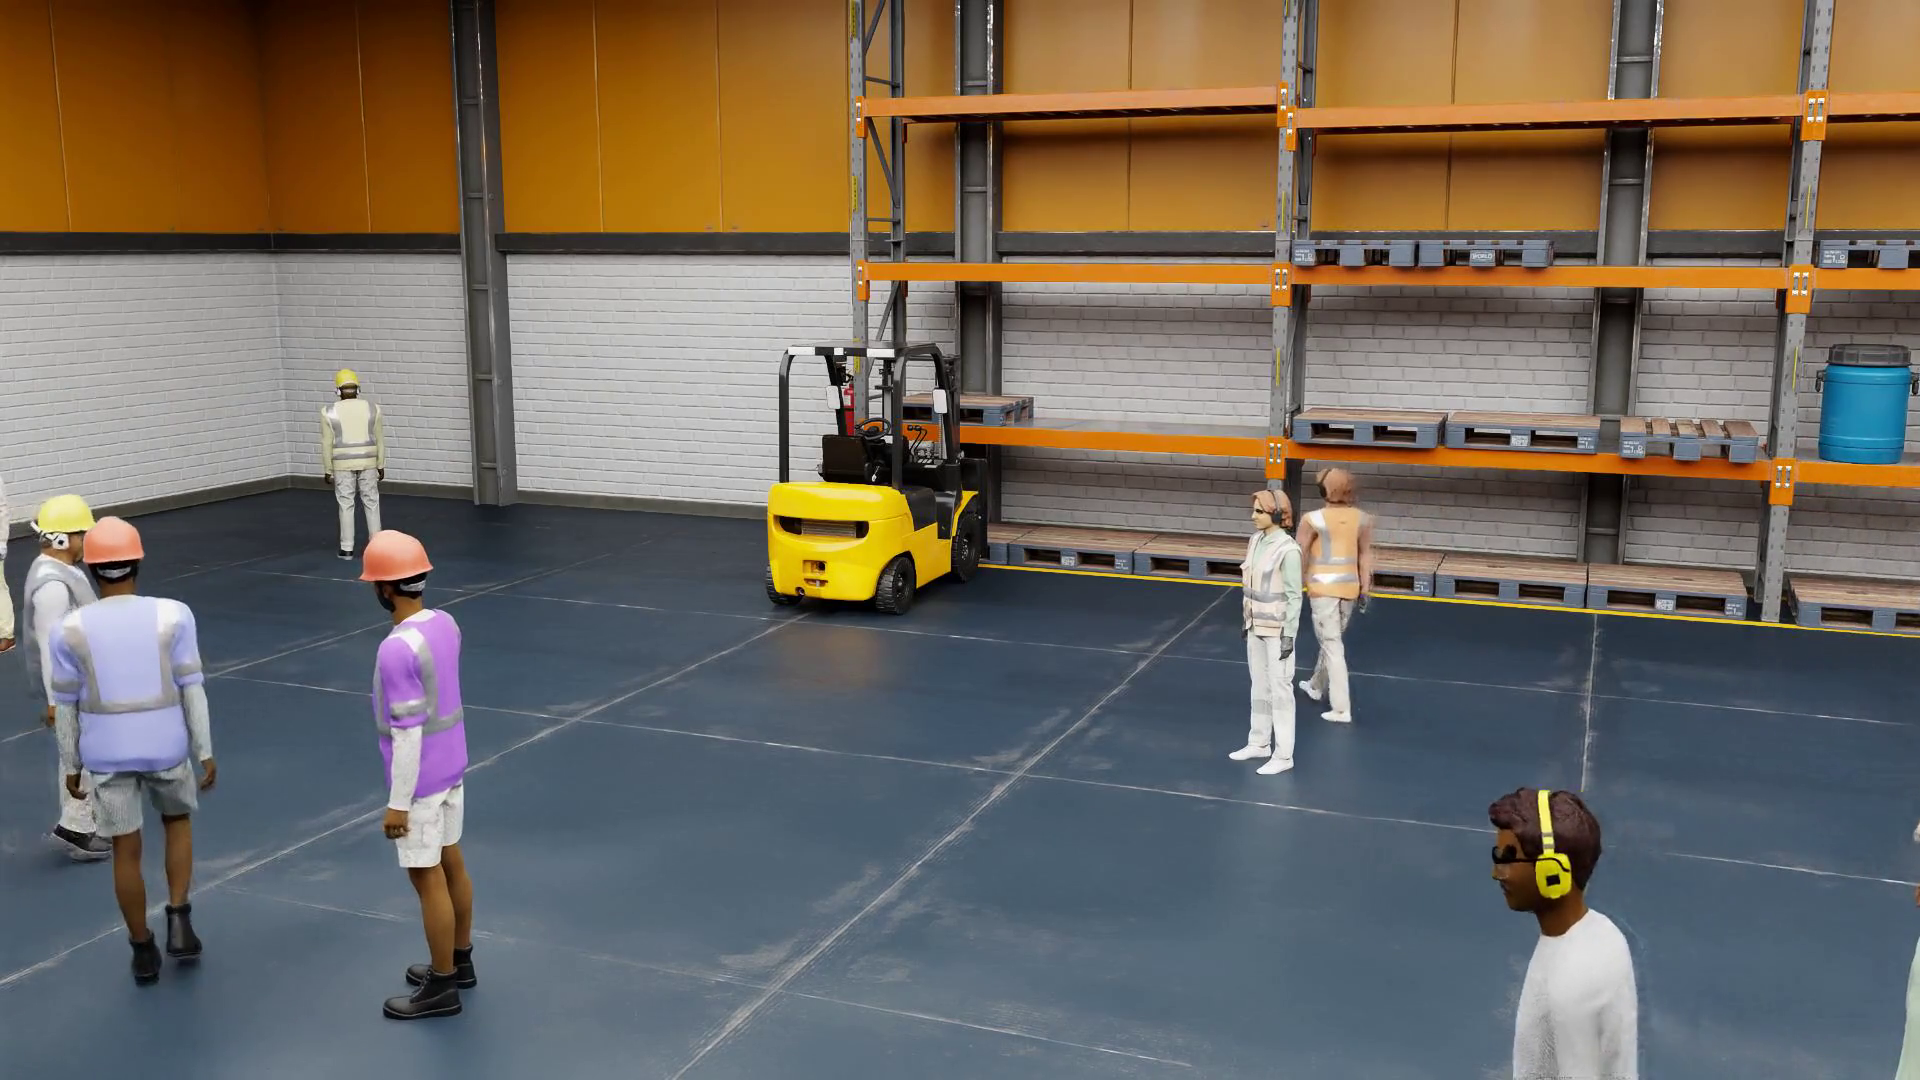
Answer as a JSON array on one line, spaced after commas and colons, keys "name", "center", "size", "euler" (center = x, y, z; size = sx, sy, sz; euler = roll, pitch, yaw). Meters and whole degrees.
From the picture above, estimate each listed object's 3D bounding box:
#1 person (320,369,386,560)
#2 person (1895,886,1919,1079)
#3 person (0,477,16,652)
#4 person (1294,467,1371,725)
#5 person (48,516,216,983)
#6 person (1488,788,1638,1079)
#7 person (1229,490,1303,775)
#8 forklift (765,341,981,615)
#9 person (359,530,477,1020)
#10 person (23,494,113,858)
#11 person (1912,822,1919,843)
[{"name": "person", "center": [-5.810, -0.724, 15.943], "size": [0.588, 1.830, 0.404], "euler": [-6, 12, -32]}, {"name": "person", "center": [2.425, 1.504, 4.077], "size": [0.268, 1.632, 0.507], "euler": [4, 11, 19]}, {"name": "person", "center": [-7.257, 0.028, 12.299], "size": [0.508, 1.632, 0.265], "euler": [3, 11, 16]}, {"name": "person", "center": [2.313, 0.335, 10.652], "size": [0.532, 1.601, 0.802], "euler": [-5, 11, -24]}, {"name": "person", "center": [-3.392, 0.861, 6.841], "size": [0.566, 1.920, 0.434], "euler": [-5, 11, -26]}, {"name": "person", "center": [1.423, 1.470, 3.704], "size": [0.607, 1.838, 0.546], "euler": [5, 11, 26]}, {"name": "person", "center": [1.775, 0.521, 9.538], "size": [0.307, 1.639, 0.525], "euler": [-4, 11, -19]}, {"name": "forklift", "center": [-0.739, -0.602, 14.246], "size": [1.214, 2.155, 2.313], "euler": [4, 11, 21]}, {"name": "person", "center": [-2.131, 0.916, 6.513], "size": [0.375, 1.934, 0.547], "euler": [1, 10, 3]}, {"name": "person", "center": [-4.338, 0.677, 8.175], "size": [0.428, 1.818, 0.601], "euler": [-6, 12, -29]}, {"name": "person", "center": [5.222, 0.632, 7.973], "size": [0.615, 1.990, 1.068], "euler": [-10, 14, -43]}]
